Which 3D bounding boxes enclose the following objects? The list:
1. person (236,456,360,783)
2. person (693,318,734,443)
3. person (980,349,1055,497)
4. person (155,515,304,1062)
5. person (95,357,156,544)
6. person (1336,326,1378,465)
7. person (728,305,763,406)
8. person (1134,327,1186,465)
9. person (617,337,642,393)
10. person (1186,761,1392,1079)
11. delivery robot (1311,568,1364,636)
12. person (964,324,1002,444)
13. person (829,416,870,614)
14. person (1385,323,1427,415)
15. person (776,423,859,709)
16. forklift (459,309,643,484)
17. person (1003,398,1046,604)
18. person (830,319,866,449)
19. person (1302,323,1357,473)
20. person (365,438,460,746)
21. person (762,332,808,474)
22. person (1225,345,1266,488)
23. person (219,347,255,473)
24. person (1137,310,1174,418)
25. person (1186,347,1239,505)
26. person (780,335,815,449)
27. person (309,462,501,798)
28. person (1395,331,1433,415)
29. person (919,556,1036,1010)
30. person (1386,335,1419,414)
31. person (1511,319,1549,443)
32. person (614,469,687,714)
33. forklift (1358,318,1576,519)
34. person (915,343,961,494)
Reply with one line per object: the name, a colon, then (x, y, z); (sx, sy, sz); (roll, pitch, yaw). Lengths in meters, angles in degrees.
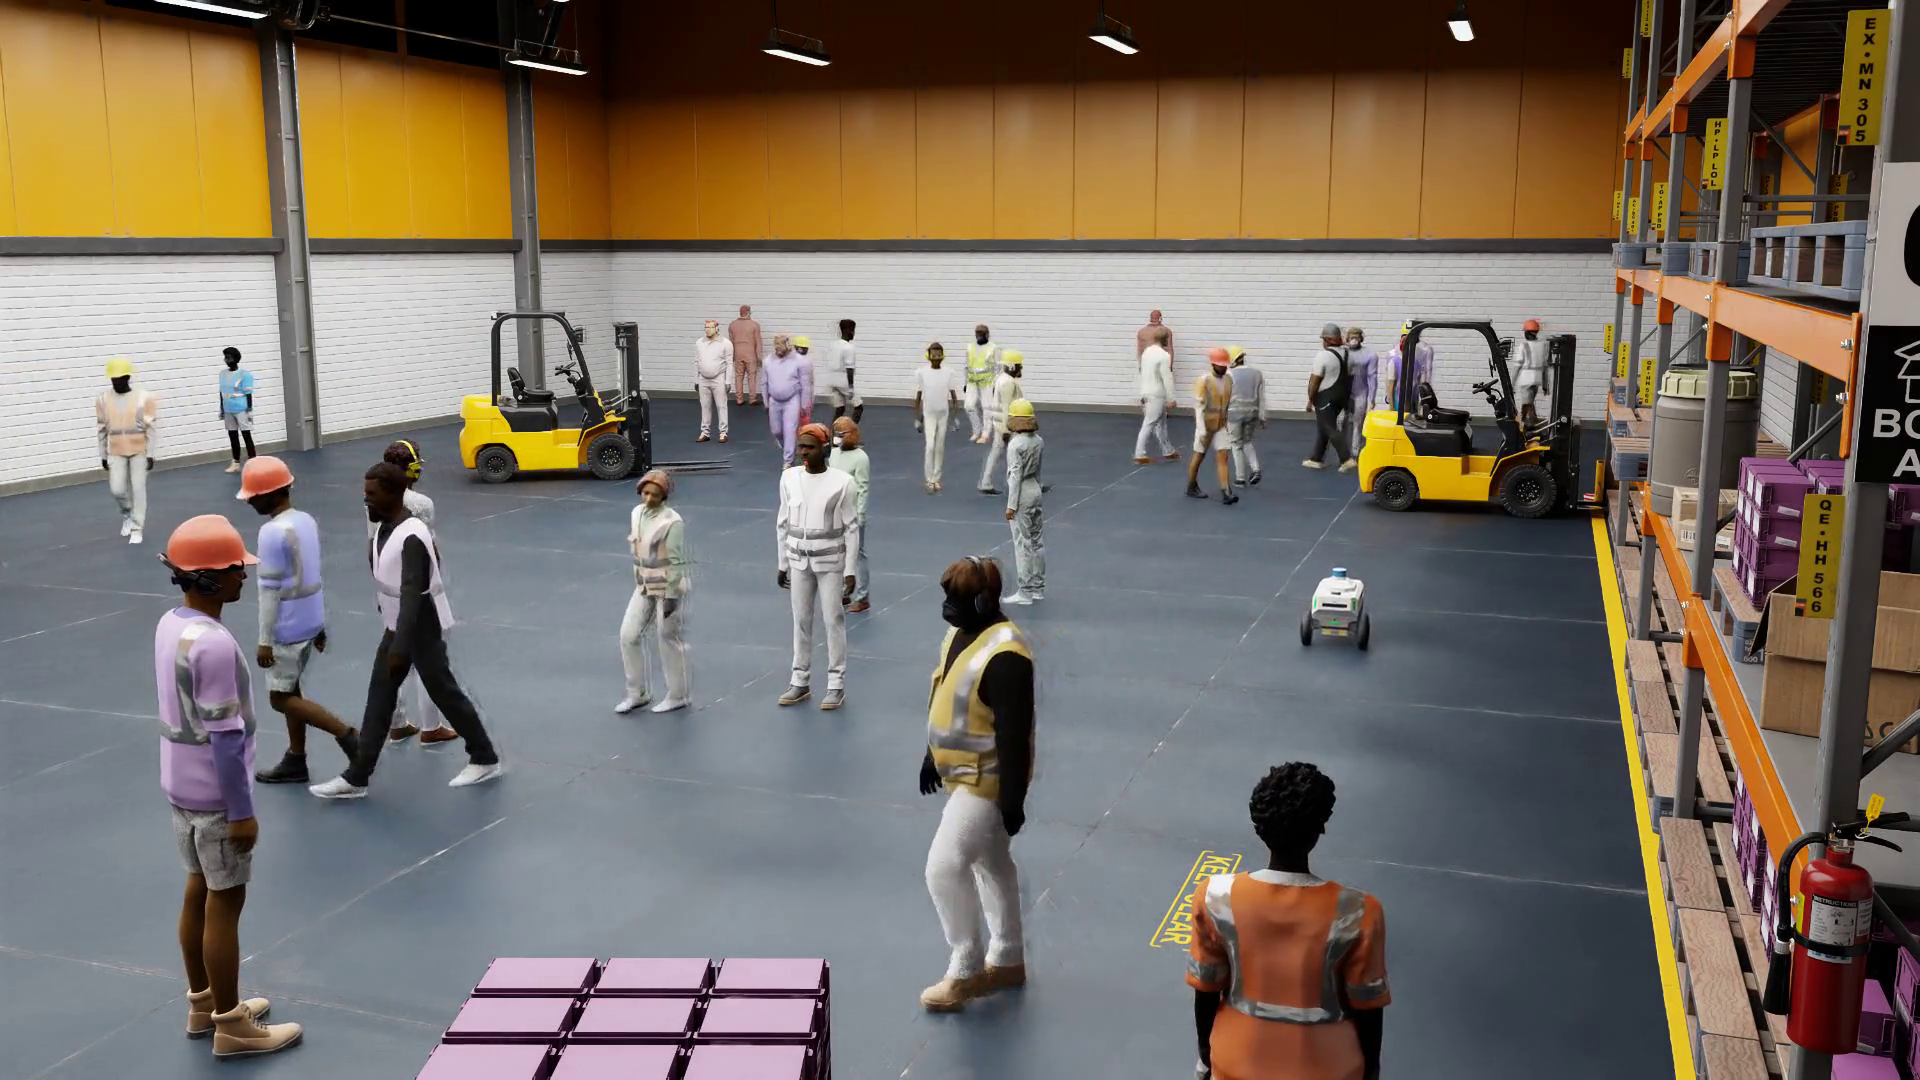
person: (-3.617, 0.469, 9.178); (0.682, 1.903, 0.561); (0, 10, -2)
person: (-3.805, -2.445, 25.569); (0.641, 1.909, 0.409); (3, 10, 15)
person: (0.664, -1.388, 19.950); (0.914, 1.781, 0.617); (-1, 10, -7)
person: (-2.775, 0.918, 6.242); (0.393, 2.044, 0.609); (-8, 13, -39)
person: (-8.467, -0.912, 16.948); (0.583, 1.906, 0.487); (-2, 10, -12)
person: (5.403, -1.966, 22.831); (0.645, 1.914, 0.645); (3, 11, 19)
person: (-4.041, -3.485, 31.468); (0.688, 1.902, 0.400); (2, 10, 12)
person: (2.806, -1.979, 22.968); (0.953, 1.893, 0.658); (-3, 11, -18)
person: (-4.806, -2.198, 24.235); (0.357, 1.885, 0.573); (-4, 11, -22)
person: (0.864, 1.416, 4.413); (0.530, 1.697, 0.321); (4, 11, 19)
delivery robot: (2.901, 0.460, 12.748); (0.477, 0.478, 0.707); (3, 11, 17)
person: (0.328, -2.376, 25.393); (0.657, 1.828, 0.455); (5, 11, 28)
person: (-0.932, -0.212, 13.780); (0.284, 1.627, 0.516); (-9, 13, -41)
person: (6.342, -2.120, 23.675); (0.584, 1.929, 0.371); (4, 11, 19)
person: (-0.940, 0.171, 10.903); (0.573, 1.883, 0.359); (4, 11, 23)
forklift: (-5.354, -1.902, 21.697); (2.313, 2.155, 1.214); (-2, 10, -13)
person: (0.529, -0.327, 14.099); (0.323, 1.743, 0.489); (6, 12, 32)
person: (-1.657, -2.316, 24.748); (0.582, 1.947, 0.609); (-7, 12, -36)
person: (4.995, -1.931, 22.293); (0.689, 2.000, 1.009); (-8, 13, -40)
person: (-3.339, 0.319, 10.112); (0.519, 1.869, 0.326); (4, 11, 19)
person: (-2.338, -1.856, 22.342); (0.646, 1.881, 0.777); (2, 10, 12)
person: (3.489, -1.538, 20.803); (0.627, 1.791, 0.453); (-4, 11, -20)
person: (-9.591, -1.715, 22.062); (0.533, 1.693, 0.317); (4, 11, 21)
person: (3.423, -3.061, 29.058); (0.636, 1.903, 0.406); (4, 11, 19)
person: (2.968, -1.348, 19.566); (0.551, 1.846, 1.075); (-5, 11, -24)
person: (-2.371, -2.100, 24.089); (0.538, 1.746, 0.565); (-9, 13, -41)
person: (-3.042, 0.496, 9.145); (1.021, 1.864, 0.617); (-8, 13, -37)
person: (6.893, -2.388, 25.449); (0.651, 1.832, 0.448); (8, 13, 38)
person: (0.017, 0.958, 6.643); (0.610, 1.821, 0.632); (-2, 10, -11)
person: (5.888, -1.813, 22.189); (0.571, 1.840, 0.374); (-8, 13, -38)
person: (8.650, -2.422, 25.477); (0.569, 1.888, 0.957); (-4, 11, -23)
person: (-2.005, 0.347, 10.659); (0.596, 1.606, 0.552); (-10, 14, -43)
forklift: (5.787, -1.437, 19.079); (2.313, 2.155, 1.214); (3, 11, 19)
person: (-0.250, -1.478, 20.337); (0.515, 1.838, 0.775); (-3, 10, -15)
